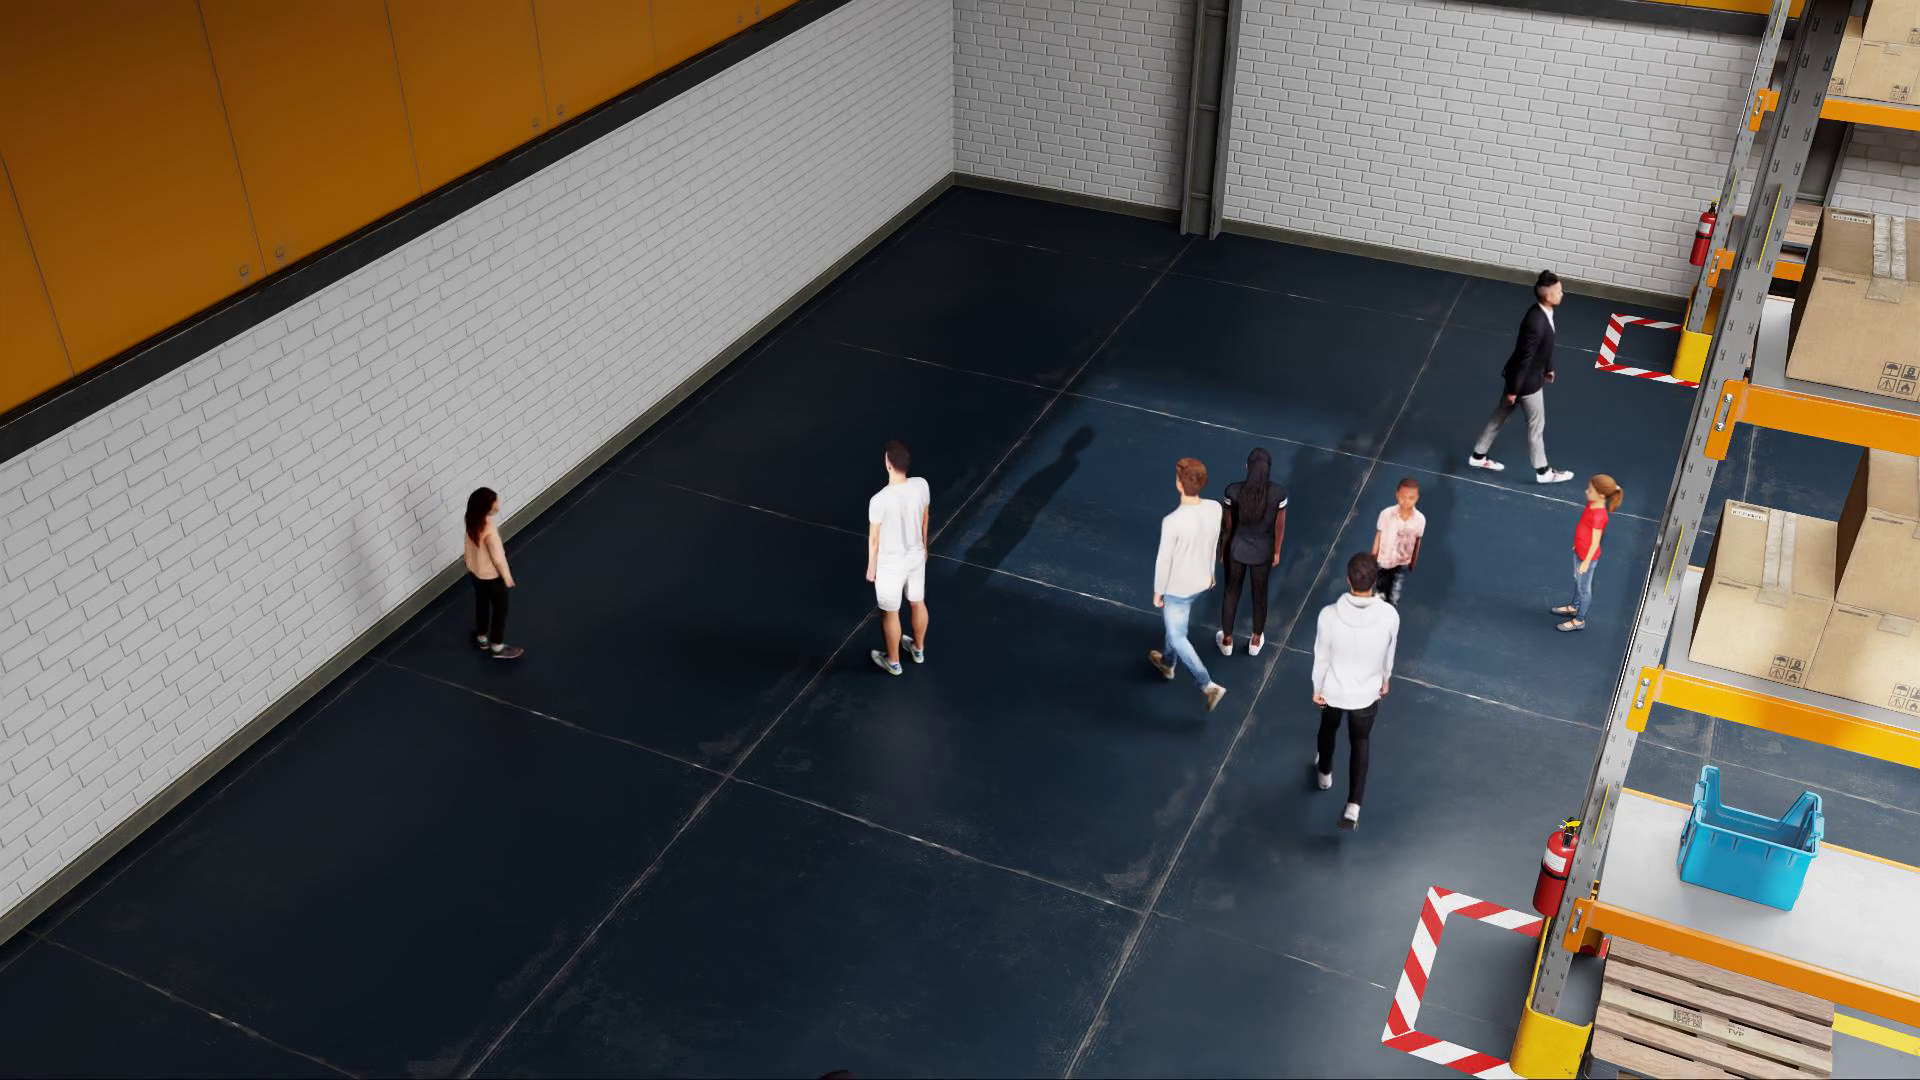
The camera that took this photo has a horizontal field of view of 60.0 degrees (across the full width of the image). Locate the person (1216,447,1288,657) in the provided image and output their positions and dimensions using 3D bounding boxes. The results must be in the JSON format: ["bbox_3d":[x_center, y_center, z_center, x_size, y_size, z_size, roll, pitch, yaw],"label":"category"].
[{"bbox_3d":[2.086,0.083,11.975,0.640,1.729,0.753,2,34,3],"label":"person"}]

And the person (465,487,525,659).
[{"bbox_3d":[-3.465,0.210,12.030,0.590,1.457,0.821,21,39,29],"label":"person"}]

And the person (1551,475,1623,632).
[{"bbox_3d":[4.663,0.086,12.349,0.542,1.310,0.528,5,34,8],"label":"person"}]

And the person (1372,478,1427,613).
[{"bbox_3d":[3.225,0.087,12.363,0.865,1.293,0.593,12,35,17],"label":"person"}]

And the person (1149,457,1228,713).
[{"bbox_3d":[1.601,0.352,11.447,1.060,1.865,1.247,-20,38,-27],"label":"person"}]

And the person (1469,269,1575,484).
[{"bbox_3d":[4.670,-1.397,14.032,1.128,1.917,0.798,10,35,14],"label":"person"}]

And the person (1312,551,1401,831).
[{"bbox_3d":[2.466,0.979,10.470,1.155,1.903,0.958,4,34,6],"label":"person"}]

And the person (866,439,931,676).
[{"bbox_3d":[-0.424,0.124,11.801,0.748,1.854,0.718,-26,41,-33],"label":"person"}]
